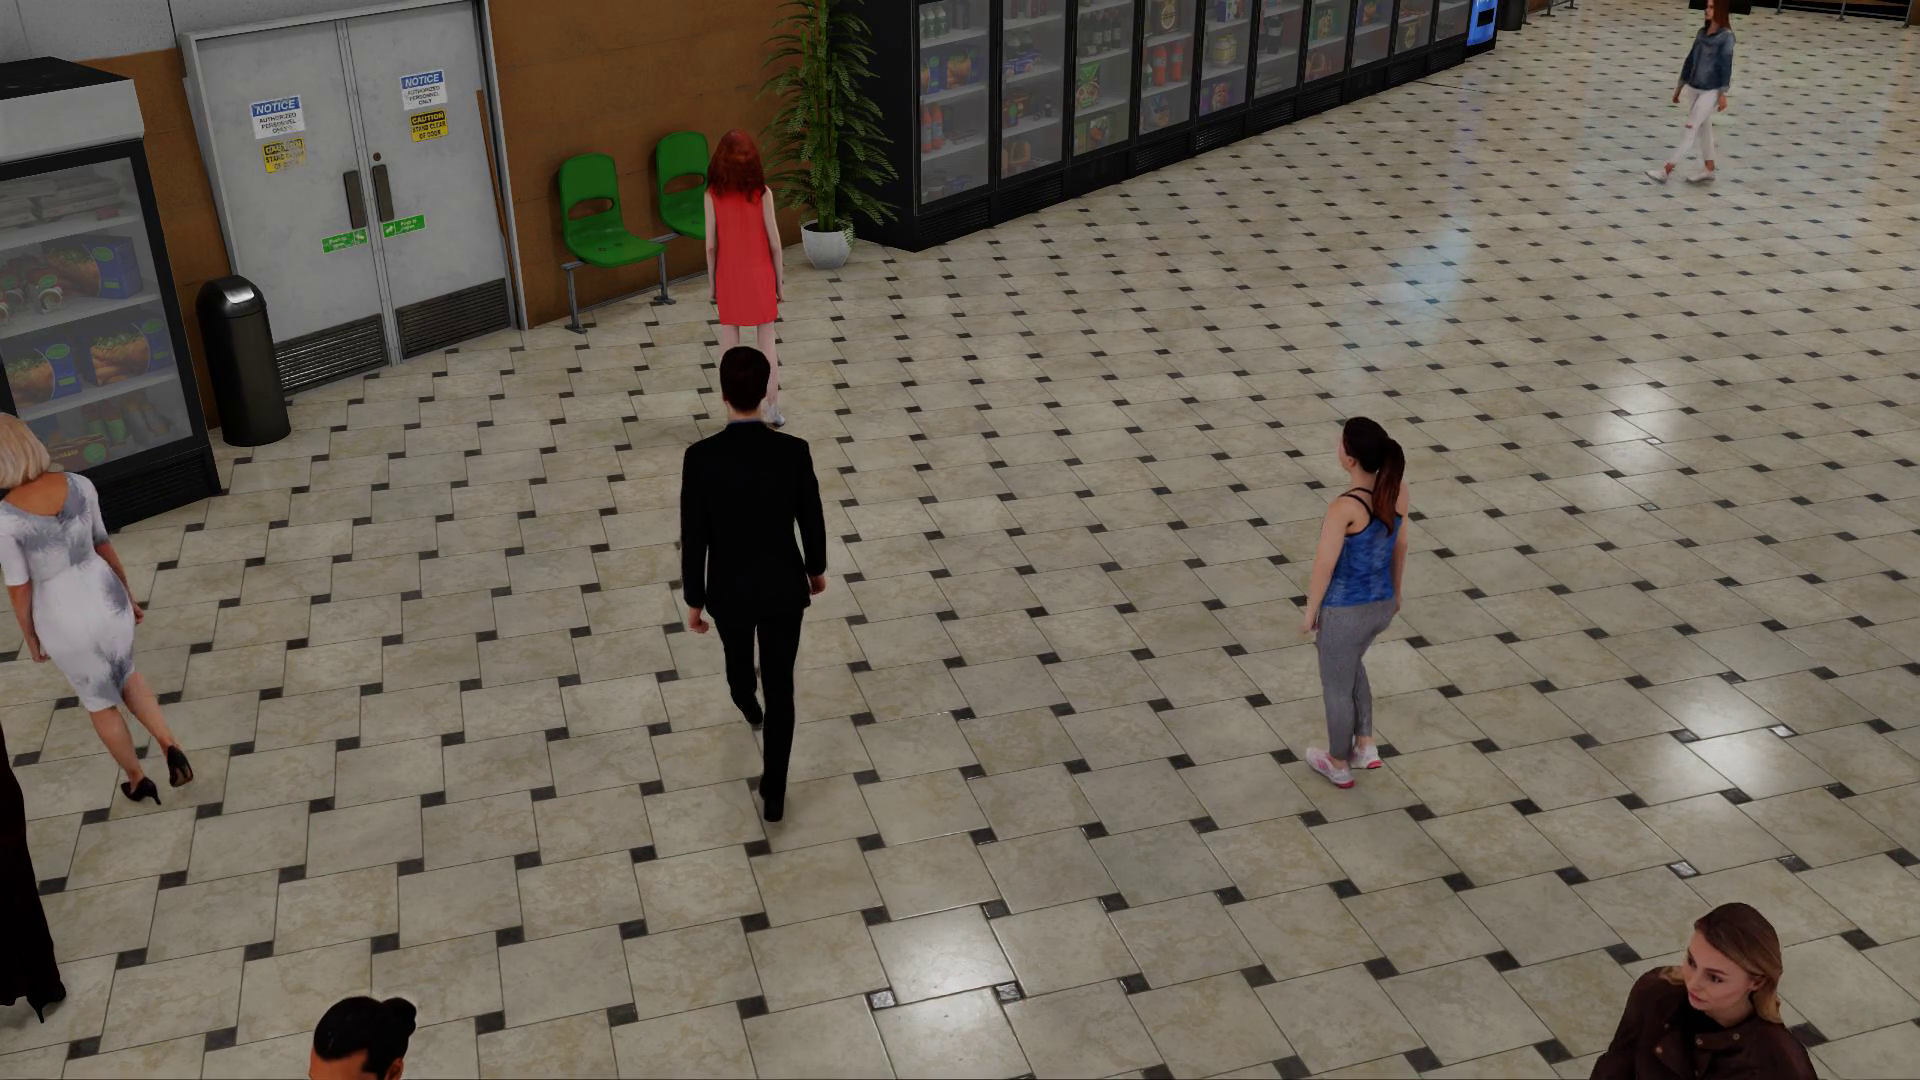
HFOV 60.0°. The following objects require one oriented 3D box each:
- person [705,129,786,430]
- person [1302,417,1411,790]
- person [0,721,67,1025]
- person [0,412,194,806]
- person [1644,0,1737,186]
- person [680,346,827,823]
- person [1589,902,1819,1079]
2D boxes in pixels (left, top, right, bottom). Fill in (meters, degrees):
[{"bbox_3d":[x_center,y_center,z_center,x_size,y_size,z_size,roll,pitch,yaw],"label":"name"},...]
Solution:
[{"bbox_3d":[-1.266,-1.504,9.806,0.640,1.828,0.720,0,27,0],"label":"person"},{"bbox_3d":[1.594,0.297,6.504,0.672,1.604,0.704,-16,31,-28],"label":"person"},{"bbox_3d":[-3.243,0.848,5.247,0.744,1.758,0.728,-14,30,-25],"label":"person"},{"bbox_3d":[-3.274,0.329,6.304,0.721,1.727,0.652,20,33,34],"label":"person"},{"bbox_3d":[6.747,-3.997,14.896,1.075,1.671,1.076,-6,27,-12],"label":"person"},{"bbox_3d":[-0.771,0.228,6.378,1.181,1.840,1.286,-5,27,-9],"label":"person"},{"bbox_3d":[1.766,1.542,3.986,0.970,1.661,1.145,-14,30,-26],"label":"person"}]
